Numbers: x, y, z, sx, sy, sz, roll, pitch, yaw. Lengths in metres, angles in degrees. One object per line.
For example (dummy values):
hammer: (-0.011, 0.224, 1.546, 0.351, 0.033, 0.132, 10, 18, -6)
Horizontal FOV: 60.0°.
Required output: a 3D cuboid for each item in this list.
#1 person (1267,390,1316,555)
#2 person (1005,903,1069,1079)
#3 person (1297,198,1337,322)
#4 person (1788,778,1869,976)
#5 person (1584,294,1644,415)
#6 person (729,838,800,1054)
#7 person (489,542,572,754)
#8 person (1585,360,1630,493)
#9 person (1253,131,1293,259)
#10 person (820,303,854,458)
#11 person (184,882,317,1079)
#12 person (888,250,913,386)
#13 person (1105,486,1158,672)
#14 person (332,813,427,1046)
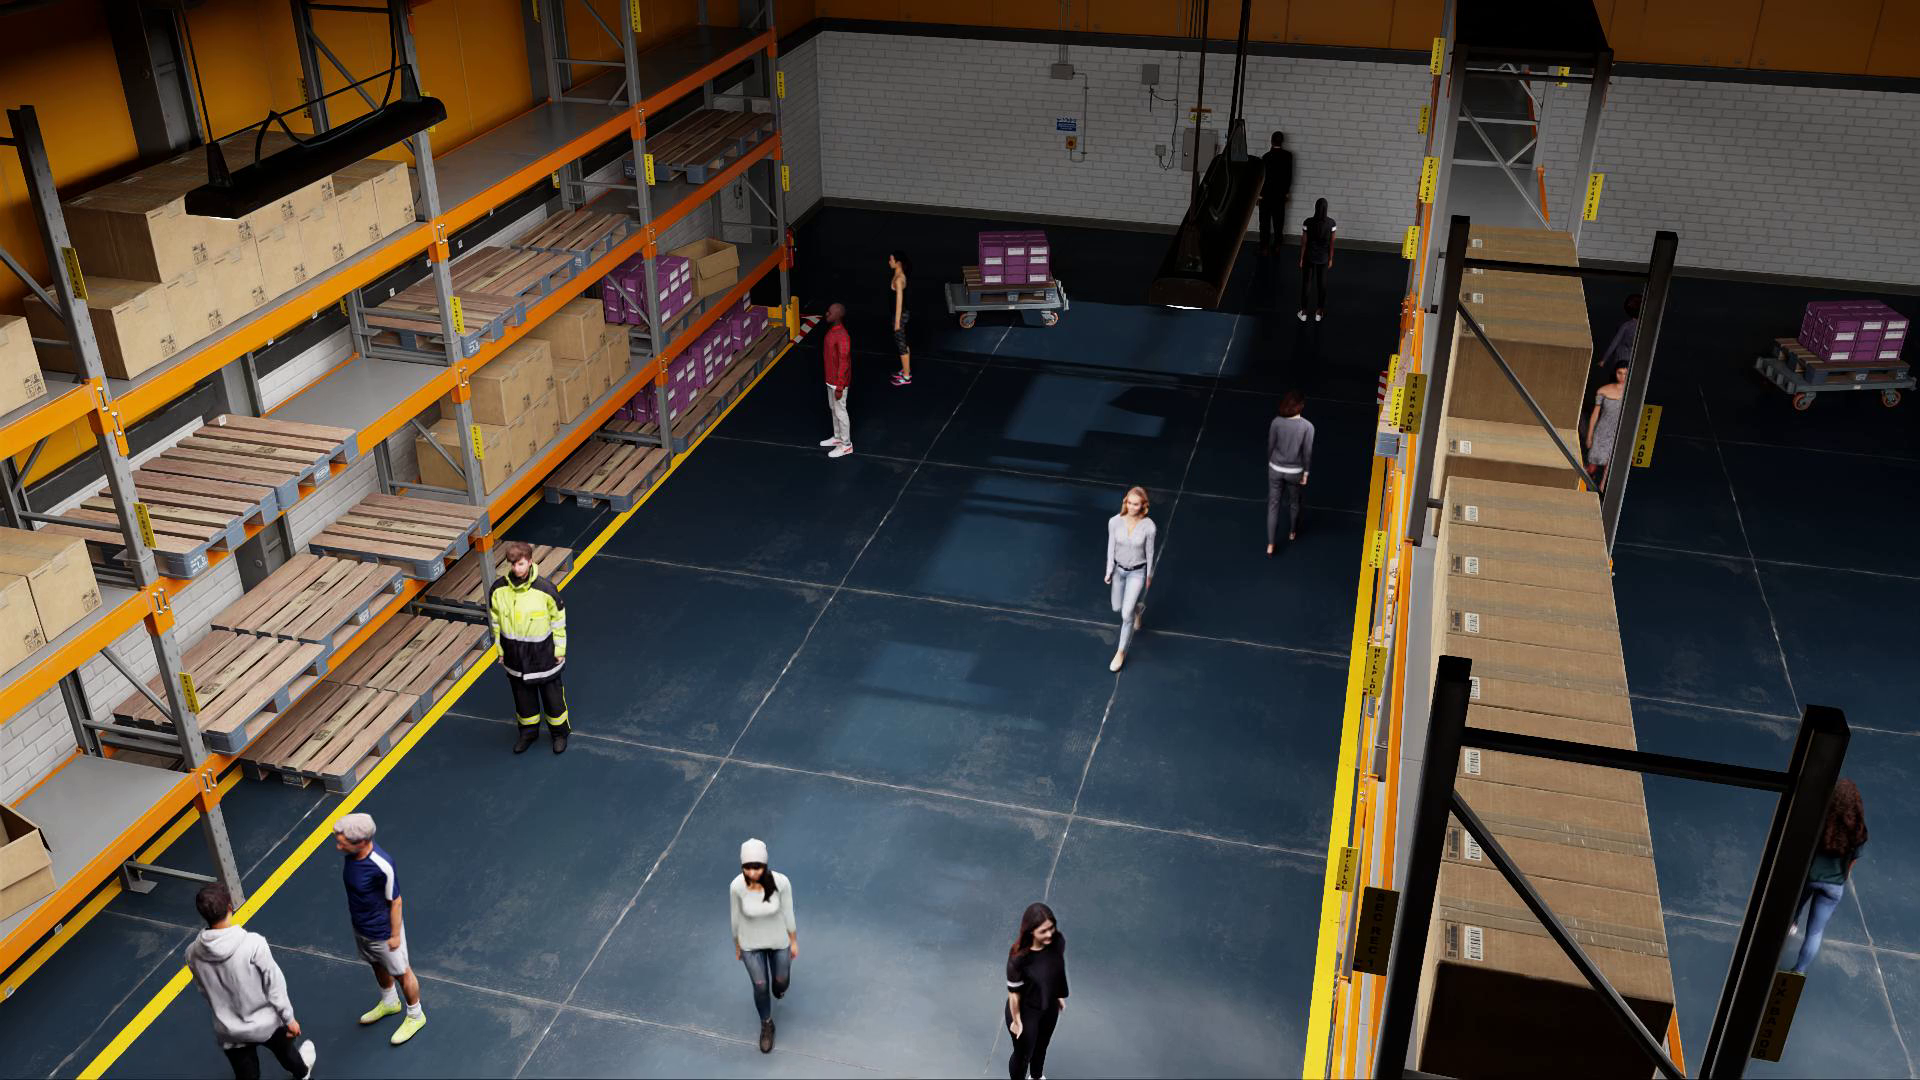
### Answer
person: (3.326, -0.689, 16.997, 0.613, 1.757, 0.843, 8, 30, 15)
person: (0.470, 2.934, 10.478, 0.688, 1.639, 0.772, -22, 36, -35)
person: (4.894, -3.859, 22.839, 0.650, 1.729, 0.635, 2, 29, 4)
person: (5.953, 2.413, 11.506, 0.735, 1.570, 1.143, 13, 31, 22)
person: (7.859, -2.014, 19.519, 1.050, 1.668, 1.118, -15, 32, -25)
person: (-1.290, 2.621, 11.062, 0.740, 1.631, 0.891, -2, 29, -4)
person: (-3.574, 0.882, 13.885, 0.820, 1.980, 0.721, 1, 29, 3)
person: (6.873, -1.080, 17.667, 0.613, 1.802, 0.938, 6, 29, 10)
person: (4.750, -5.247, 25.200, 0.793, 1.904, 0.812, -9, 30, -17)
person: (-1.402, -1.867, 19.092, 0.816, 1.819, 0.718, -10, 30, -17)
person: (-4.347, 3.009, 10.091, 1.013, 1.878, 1.246, -1, 29, -2)
person: (-0.736, -2.809, 20.920, 0.672, 1.723, 0.544, 0, 29, 0)
person: (1.560, 0.284, 15.192, 0.720, 1.778, 1.057, 12, 31, 21)
person: (-3.858, 2.527, 11.024, 0.707, 1.831, 0.678, 19, 34, 31)
